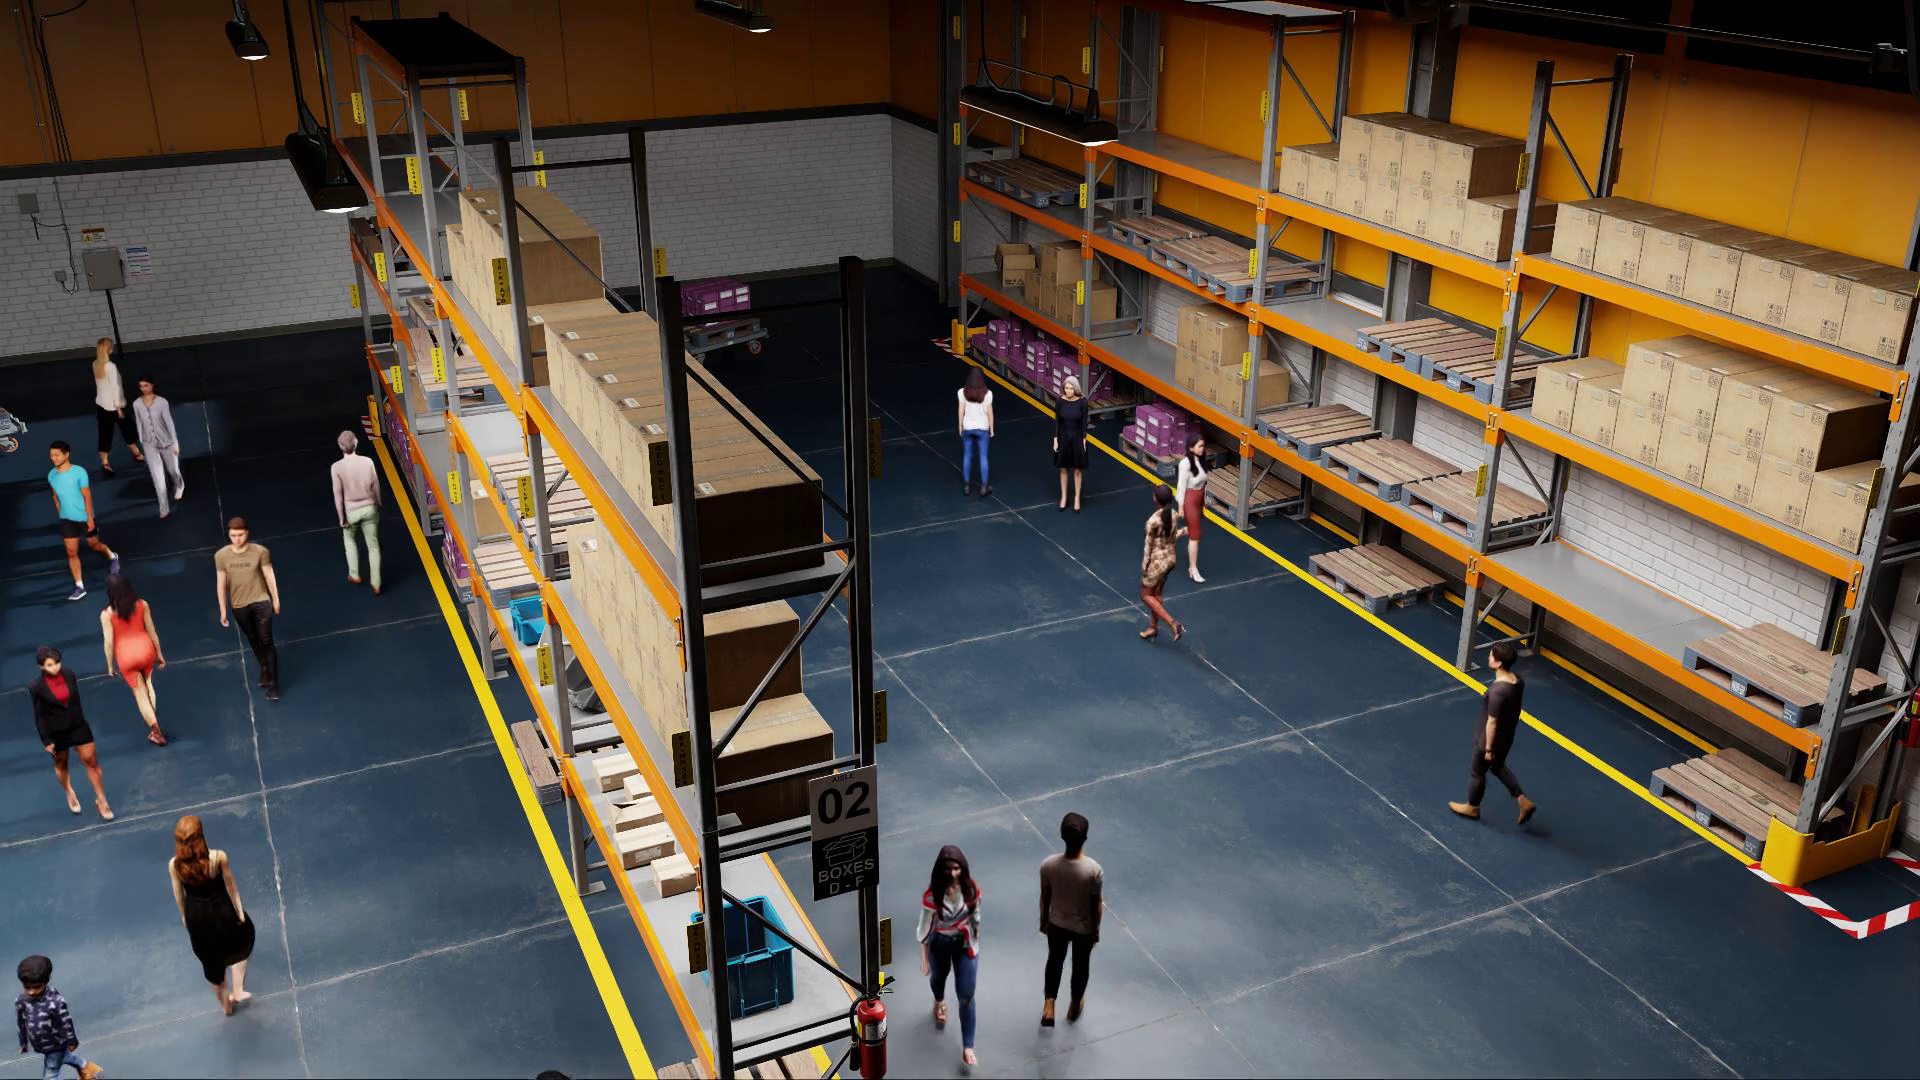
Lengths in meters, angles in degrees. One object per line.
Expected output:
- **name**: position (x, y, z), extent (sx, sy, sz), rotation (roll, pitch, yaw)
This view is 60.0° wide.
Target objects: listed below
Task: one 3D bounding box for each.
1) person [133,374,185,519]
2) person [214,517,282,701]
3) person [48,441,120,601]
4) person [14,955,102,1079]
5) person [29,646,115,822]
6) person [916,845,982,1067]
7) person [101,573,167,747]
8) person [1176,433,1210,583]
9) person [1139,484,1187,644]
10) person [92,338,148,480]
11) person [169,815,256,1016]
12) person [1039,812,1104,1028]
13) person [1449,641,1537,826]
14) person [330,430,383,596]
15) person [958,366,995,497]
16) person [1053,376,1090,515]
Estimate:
- **person**: position (-9.829, -1.201, 20.485), extent (0.757, 1.734, 1.135), rotation (-6, 24, -13)
- **person**: position (-6.924, 0.592, 16.269), extent (0.833, 1.824, 1.063), rotation (-3, 24, -8)
- **person**: position (-9.664, -0.267, 18.330), extent (0.935, 1.747, 1.175), rotation (0, 24, 1)
- **person**: position (-5.975, 3.232, 10.972), extent (0.795, 1.229, 0.901), rotation (5, 24, 11)
- **person**: position (-7.646, 1.629, 14.151), extent (0.724, 1.620, 0.885), rotation (-22, 32, -40)
- **person**: position (-0.085, 2.786, 11.577), extent (0.795, 1.562, 1.138), rotation (-5, 24, -10)
- **person**: position (-7.499, 1.119, 15.220), extent (0.865, 1.699, 0.765), rotation (20, 31, 38)
- **person**: position (2.543, -0.383, 18.616), extent (1.022, 1.731, 0.837), rotation (19, 30, 37)
- **person**: position (2.082, 0.296, 17.000), extent (0.720, 1.781, 0.903), rotation (-19, 30, -37)
- **person**: position (-10.982, -1.657, 21.420), extent (1.106, 1.819, 1.145), rotation (10, 26, 22)
- **person**: position (-5.287, 2.699, 11.711), extent (0.634, 1.614, 0.657), rotation (-6, 24, -13)
- **person**: position (0.762, 2.708, 11.578), extent (0.883, 1.705, 0.956), rotation (7, 25, 15)
- **person**: position (4.581, 1.656, 13.993), extent (1.032, 1.698, 0.816), rotation (21, 31, 40)
- **person**: position (-6.534, -0.263, 18.191), extent (0.696, 1.851, 0.841), rotation (-12, 26, -26)
- **person**: position (0.197, -1.364, 20.918), extent (0.684, 1.684, 0.722), rotation (6, 24, 13)
- **person**: position (1.363, -1.180, 20.426), extent (0.708, 1.743, 0.745), rotation (5, 24, 11)
